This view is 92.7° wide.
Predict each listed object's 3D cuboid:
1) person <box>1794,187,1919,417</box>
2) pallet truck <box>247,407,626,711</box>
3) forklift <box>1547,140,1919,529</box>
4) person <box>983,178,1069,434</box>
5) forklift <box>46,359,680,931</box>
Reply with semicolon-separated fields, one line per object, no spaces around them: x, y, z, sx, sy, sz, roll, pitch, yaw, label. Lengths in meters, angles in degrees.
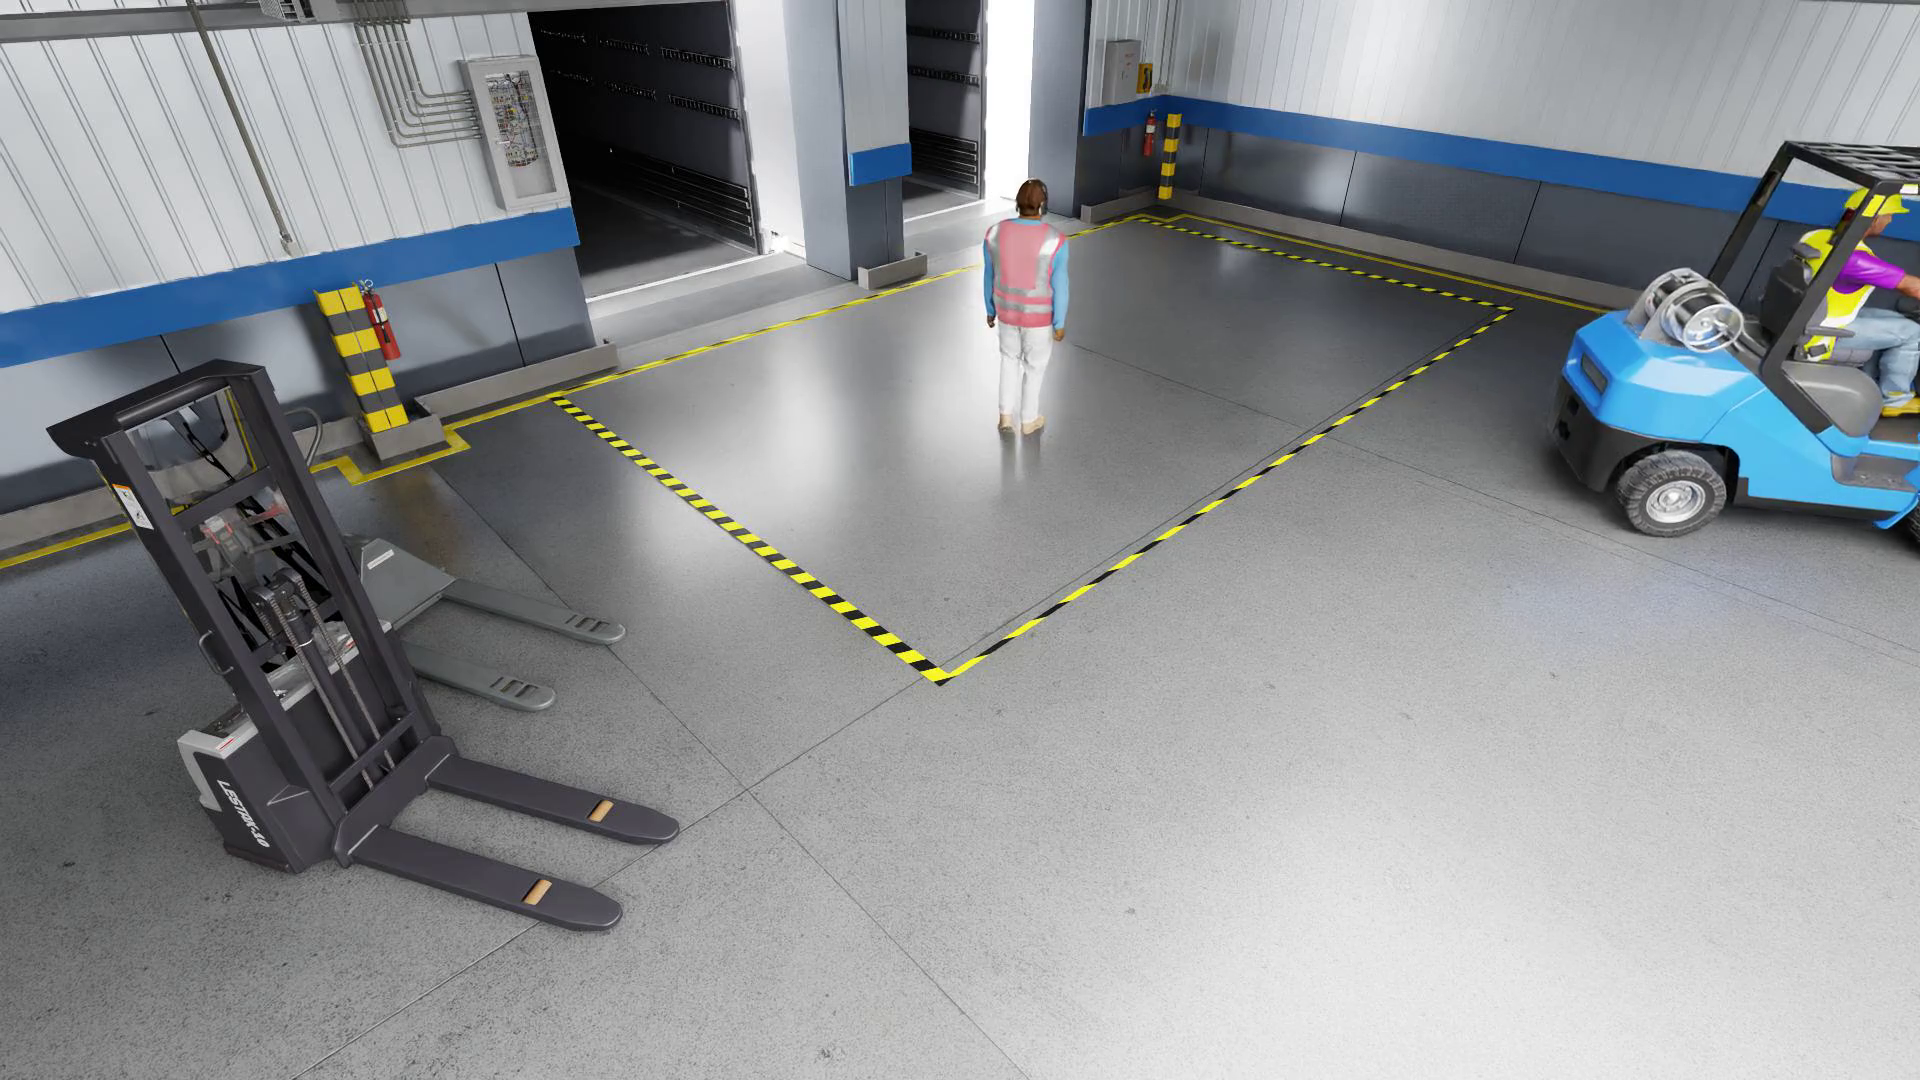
5.413;-1.368;5.337;1.004;1.294;0.634;8;35;11;person
-2.628;0.038;4.590;1.601;1.201;0.680;12;36;18;pallet truck
5.356;-1.225;5.460;2.680;2.036;1.157;8;35;11;forklift
0.456;-1.573;6.436;0.634;1.835;0.508;16;38;23;person
-2.135;0.422;3.354;1.885;1.965;0.823;10;35;14;forklift
